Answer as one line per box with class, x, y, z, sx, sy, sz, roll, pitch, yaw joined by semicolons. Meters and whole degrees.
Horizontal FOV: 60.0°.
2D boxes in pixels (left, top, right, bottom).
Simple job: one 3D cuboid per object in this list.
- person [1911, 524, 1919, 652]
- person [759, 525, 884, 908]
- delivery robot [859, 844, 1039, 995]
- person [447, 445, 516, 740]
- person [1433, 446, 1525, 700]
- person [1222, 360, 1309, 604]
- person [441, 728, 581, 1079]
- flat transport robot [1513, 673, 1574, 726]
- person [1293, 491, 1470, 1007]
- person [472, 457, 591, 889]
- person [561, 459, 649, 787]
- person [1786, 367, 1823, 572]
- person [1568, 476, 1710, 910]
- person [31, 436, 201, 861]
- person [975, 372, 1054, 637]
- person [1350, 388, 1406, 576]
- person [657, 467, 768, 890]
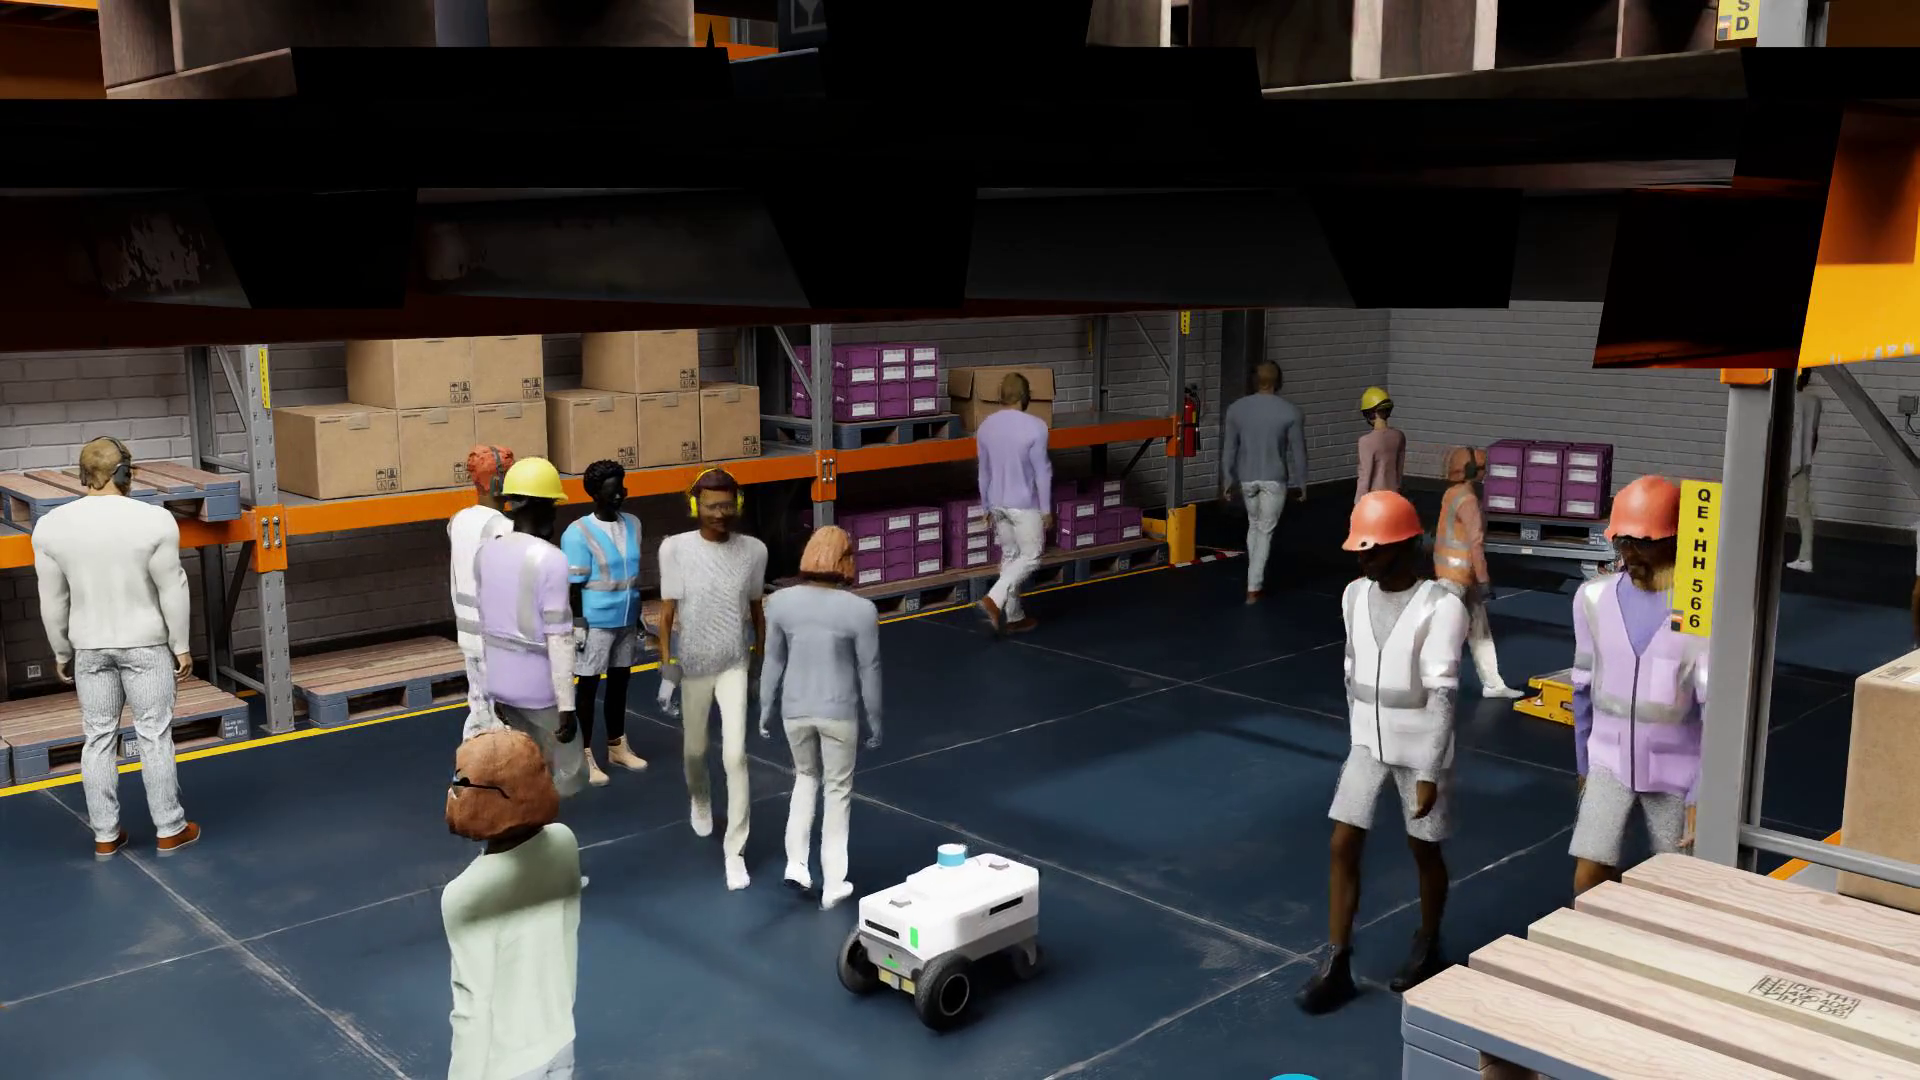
person;4.688;0.509;7.693;0.594;1.852;0.570;-5;11;-25
person;-0.581;0.742;7.032;0.543;1.613;0.347;3;10;16
delivery robot;-0.031;1.373;6.172;0.477;0.478;0.707;9;13;44
person;-2.130;0.498;7.688;0.576;1.883;0.354;9;13;44
person;3.025;0.220;10.166;0.867;1.596;0.513;2;10;9
person;2.489;-0.479;13.308;0.653;1.909;0.848;6;12;33
person;-1.079;1.247;4.018;0.275;1.636;0.507;3;10;16
flat transport robot;4.052;0.904;10.019;1.431;0.197;0.652;-7;12;-35
person;1.529;0.777;6.018;0.855;1.897;0.566;-9;13;-43
person;-1.810;0.612;6.956;0.618;1.903;0.535;8;13;39
person;-1.840;0.420;8.688;0.320;1.695;0.537;6;12;32
person;7.276;-0.668;14.683;0.548;1.826;0.914;-2;10;-13
person;2.245;0.797;5.560;0.611;2.006;0.895;9;13;42
person;-3.805;0.498;7.541;0.627;1.934;0.370;-1;10;-8
person;0.348;-0.236;11.885;0.638;1.918;0.673;9;13;44
person;3.124;-0.263;12.509;0.524;1.760;0.328;-8;13;-39
person;-1.118;0.561;7.491;0.514;1.829;0.912;-2;10;-12
